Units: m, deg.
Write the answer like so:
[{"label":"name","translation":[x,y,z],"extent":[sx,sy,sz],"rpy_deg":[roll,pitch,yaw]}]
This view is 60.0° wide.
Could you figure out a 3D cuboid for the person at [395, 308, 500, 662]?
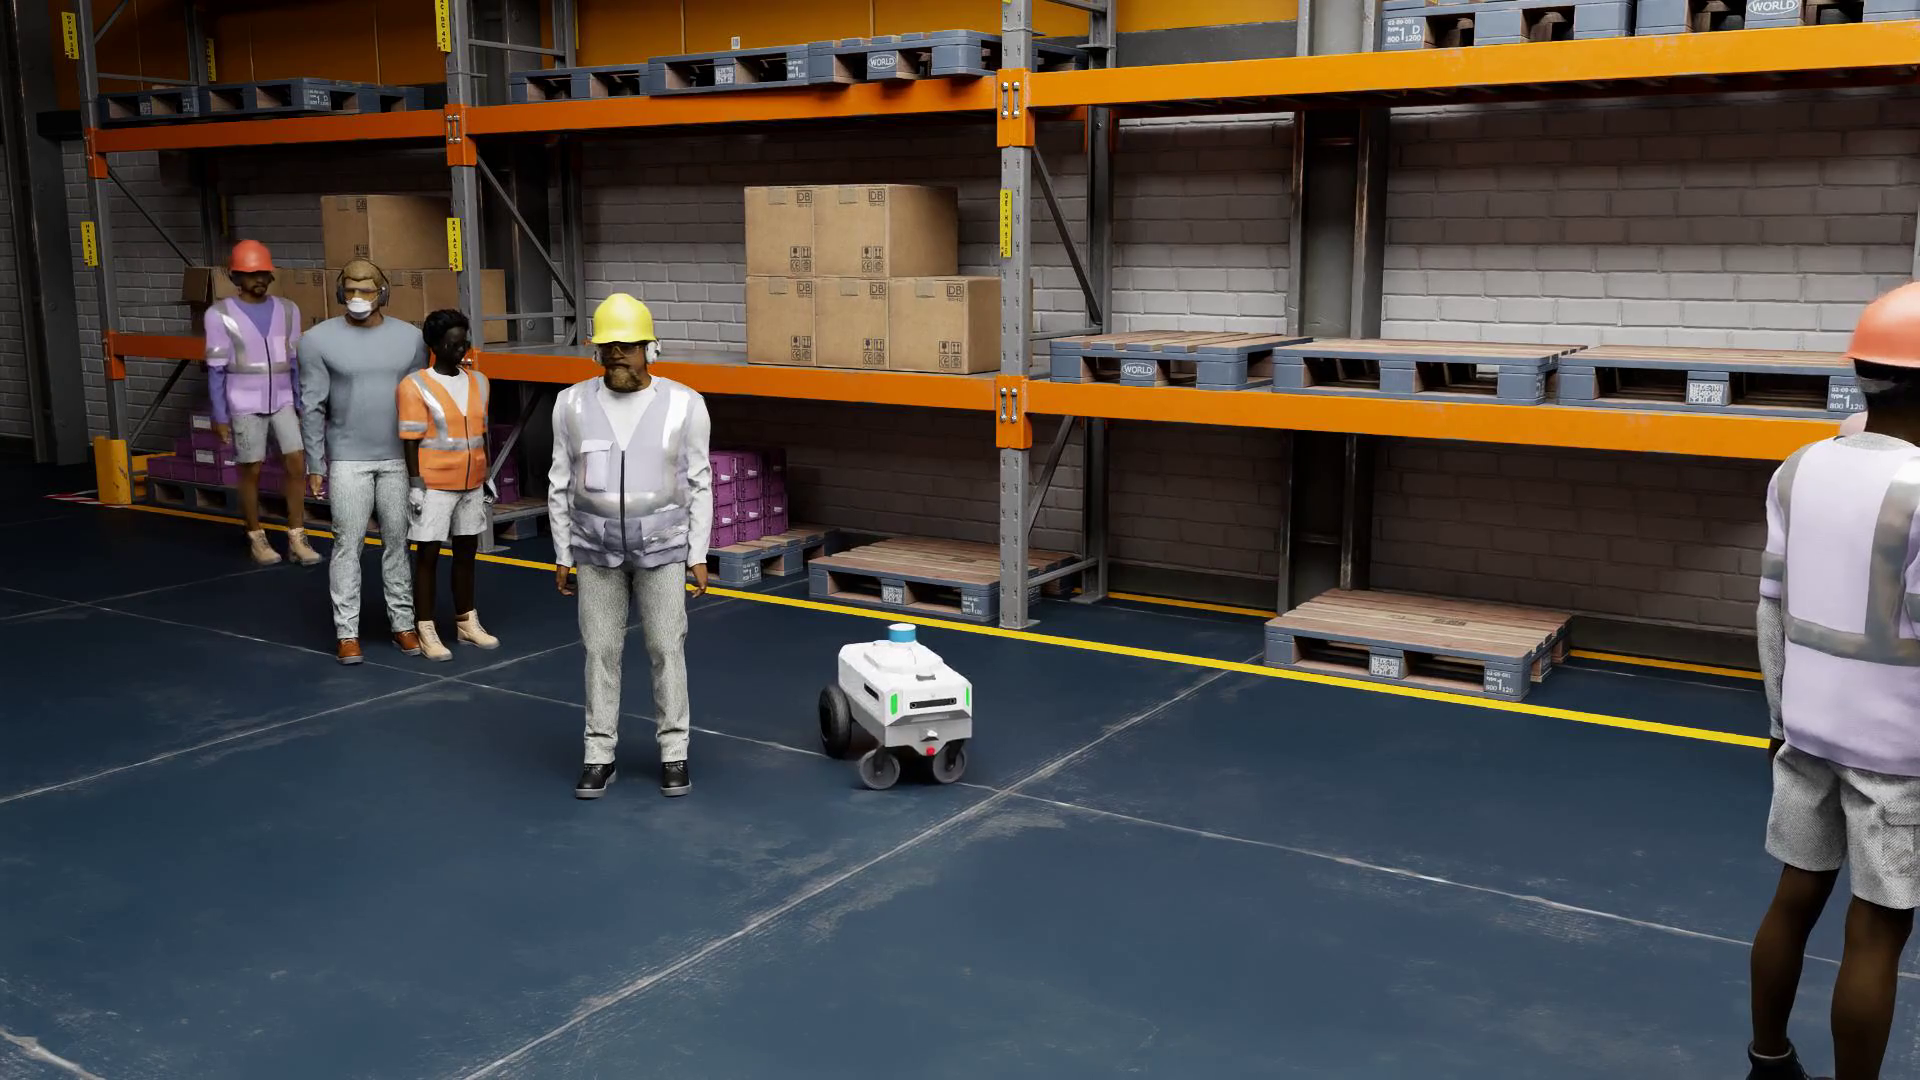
[{"label":"person","translation":[-2.483,-0.275,8.100],"extent":[0.321,1.698,0.535],"rpy_deg":[7,12,34]}]

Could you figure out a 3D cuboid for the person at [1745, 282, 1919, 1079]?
[{"label":"person","translation":[1.976,0.419,3.594],"extent":[0.360,1.935,0.552],"rpy_deg":[-3,11,-14]}]

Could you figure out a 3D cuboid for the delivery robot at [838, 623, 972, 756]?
[{"label":"delivery robot","translation":[-0.218,0.564,6.363],"extent":[0.477,0.478,0.707],"rpy_deg":[-4,11,-20]}]

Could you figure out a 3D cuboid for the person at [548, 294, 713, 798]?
[{"label":"person","translation":[-1.194,0.030,6.042],"extent":[0.590,1.833,0.403],"rpy_deg":[-1,10,-4]}]

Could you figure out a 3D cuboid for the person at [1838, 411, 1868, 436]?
[{"label":"person","translation":[3.258,0.121,5.721],"extent":[0.328,1.767,0.532],"rpy_deg":[-7,13,-36]}]

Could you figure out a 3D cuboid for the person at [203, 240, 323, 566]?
[{"label":"person","translation":[-4.234,-0.813,10.183],"extent":[0.783,2.014,0.656],"rpy_deg":[10,14,43]}]

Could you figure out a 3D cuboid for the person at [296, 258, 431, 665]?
[{"label":"person","translation":[-2.833,-0.377,8.009],"extent":[0.635,1.935,0.349],"rpy_deg":[-7,12,-34]}]
